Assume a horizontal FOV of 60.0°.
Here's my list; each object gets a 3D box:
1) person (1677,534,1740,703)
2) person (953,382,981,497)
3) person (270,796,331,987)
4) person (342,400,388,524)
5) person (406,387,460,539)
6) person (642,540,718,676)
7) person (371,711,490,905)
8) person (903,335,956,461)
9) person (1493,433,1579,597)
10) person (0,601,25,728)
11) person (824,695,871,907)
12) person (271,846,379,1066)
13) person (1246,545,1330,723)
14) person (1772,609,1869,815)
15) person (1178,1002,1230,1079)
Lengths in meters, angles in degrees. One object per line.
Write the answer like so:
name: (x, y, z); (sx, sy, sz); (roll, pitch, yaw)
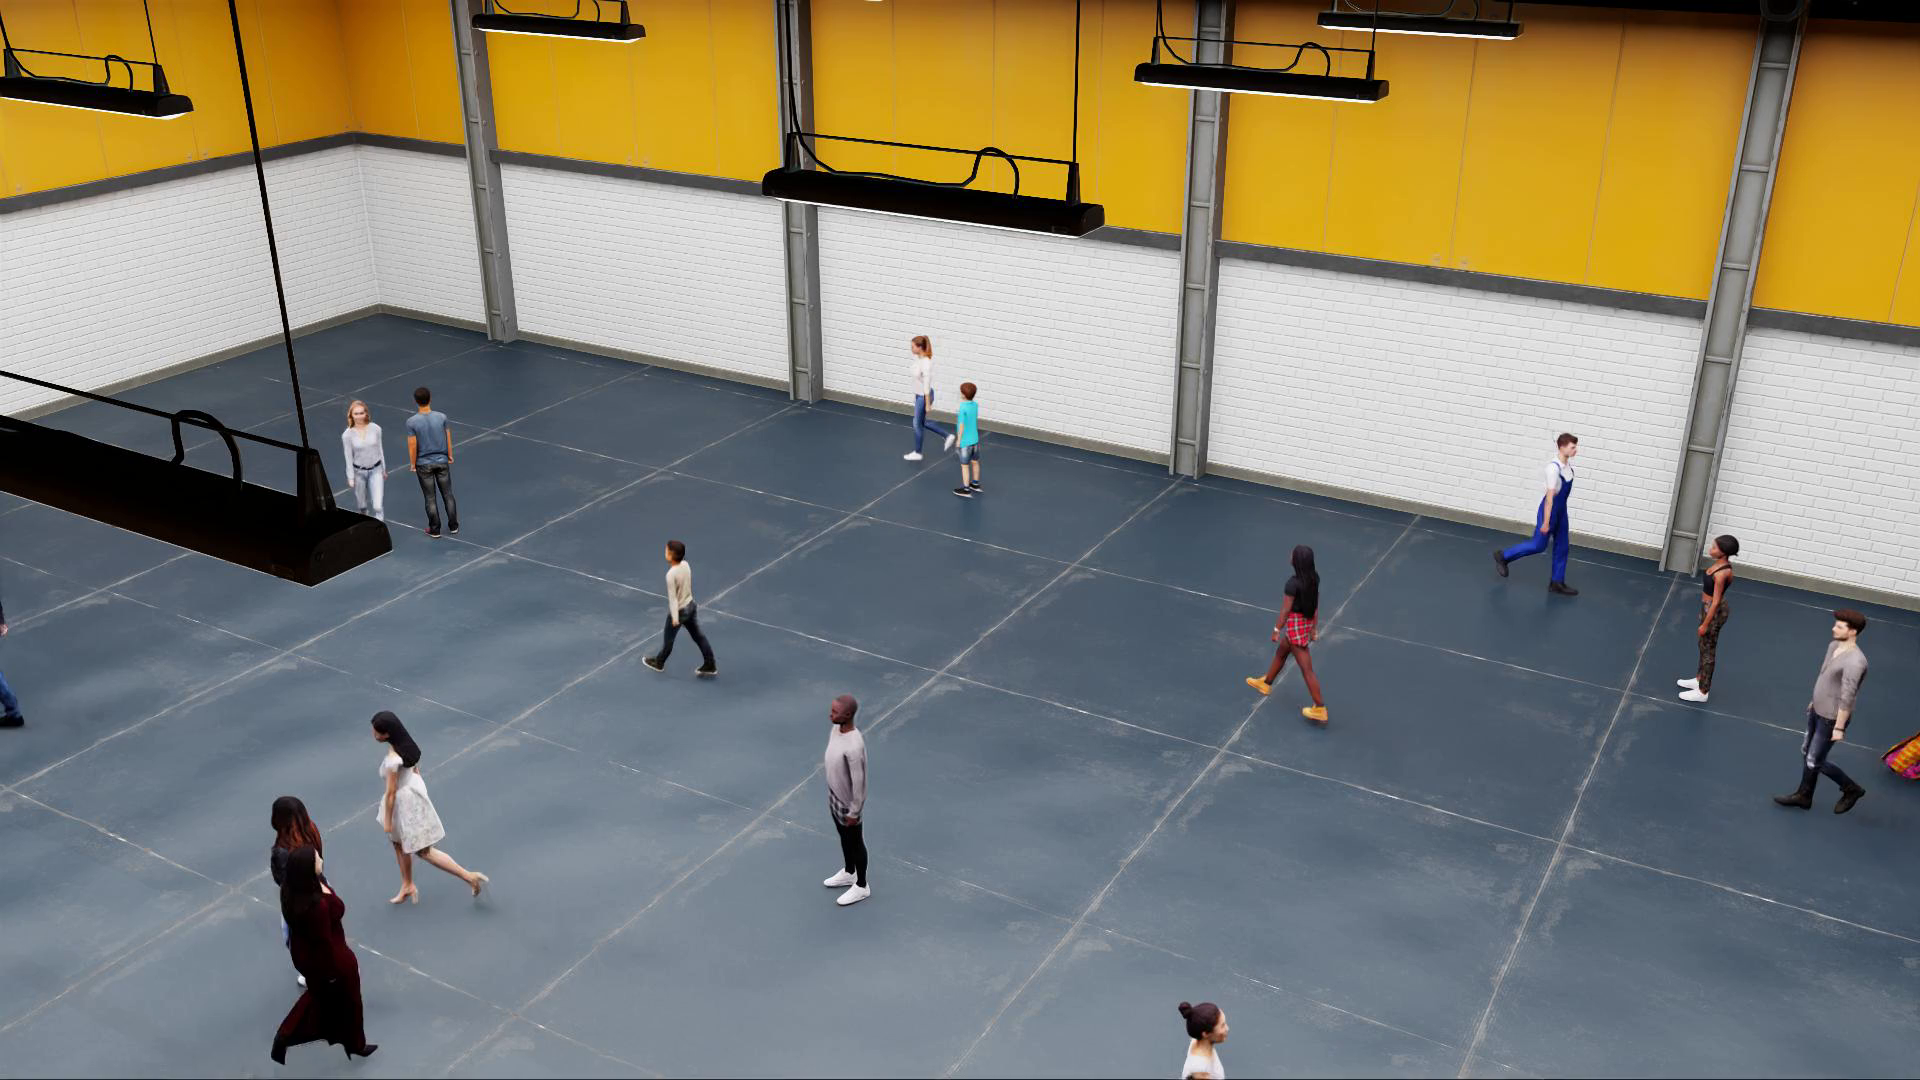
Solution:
person: (7.148, 0.723, 15.812); (0.578, 1.703, 0.604); (9, 25, 19)
person: (0.107, -1.274, 20.699); (0.497, 1.449, 0.539); (16, 28, 33)
person: (-4.567, 2.536, 11.767); (0.888, 1.622, 0.777); (5, 24, 11)
person: (-6.836, -0.764, 19.131); (0.968, 1.770, 1.172); (-13, 27, -27)
person: (-6.157, -0.910, 19.422); (0.731, 1.804, 0.705); (-15, 28, -31)
person: (-2.642, 0.706, 16.197); (1.031, 1.428, 0.675); (9, 25, 20)
person: (-4.107, 2.088, 12.637); (1.138, 1.745, 0.966); (-2, 24, -4)
person: (-0.395, -1.837, 21.667); (1.036, 1.706, 0.956); (-5, 24, -11)
person: (6.327, -0.306, 18.010); (1.214, 1.828, 0.761); (18, 29, 35)
person: (-8.897, 0.876, 15.257); (0.972, 1.869, 0.888); (1, 24, 1)
person: (-0.861, 1.983, 12.846); (0.756, 1.771, 0.653); (-11, 26, -23)
person: (-4.313, 2.800, 11.014); (0.863, 1.741, 0.910); (-22, 32, -40)
person: (3.209, 0.899, 15.450); (1.240, 1.671, 0.789); (20, 31, 39)
person: (7.348, 1.466, 13.882); (0.996, 1.889, 0.853); (4, 24, 10)
person: (1.366, 3.418, 9.780); (0.893, 1.596, 0.736); (4, 24, 10)
